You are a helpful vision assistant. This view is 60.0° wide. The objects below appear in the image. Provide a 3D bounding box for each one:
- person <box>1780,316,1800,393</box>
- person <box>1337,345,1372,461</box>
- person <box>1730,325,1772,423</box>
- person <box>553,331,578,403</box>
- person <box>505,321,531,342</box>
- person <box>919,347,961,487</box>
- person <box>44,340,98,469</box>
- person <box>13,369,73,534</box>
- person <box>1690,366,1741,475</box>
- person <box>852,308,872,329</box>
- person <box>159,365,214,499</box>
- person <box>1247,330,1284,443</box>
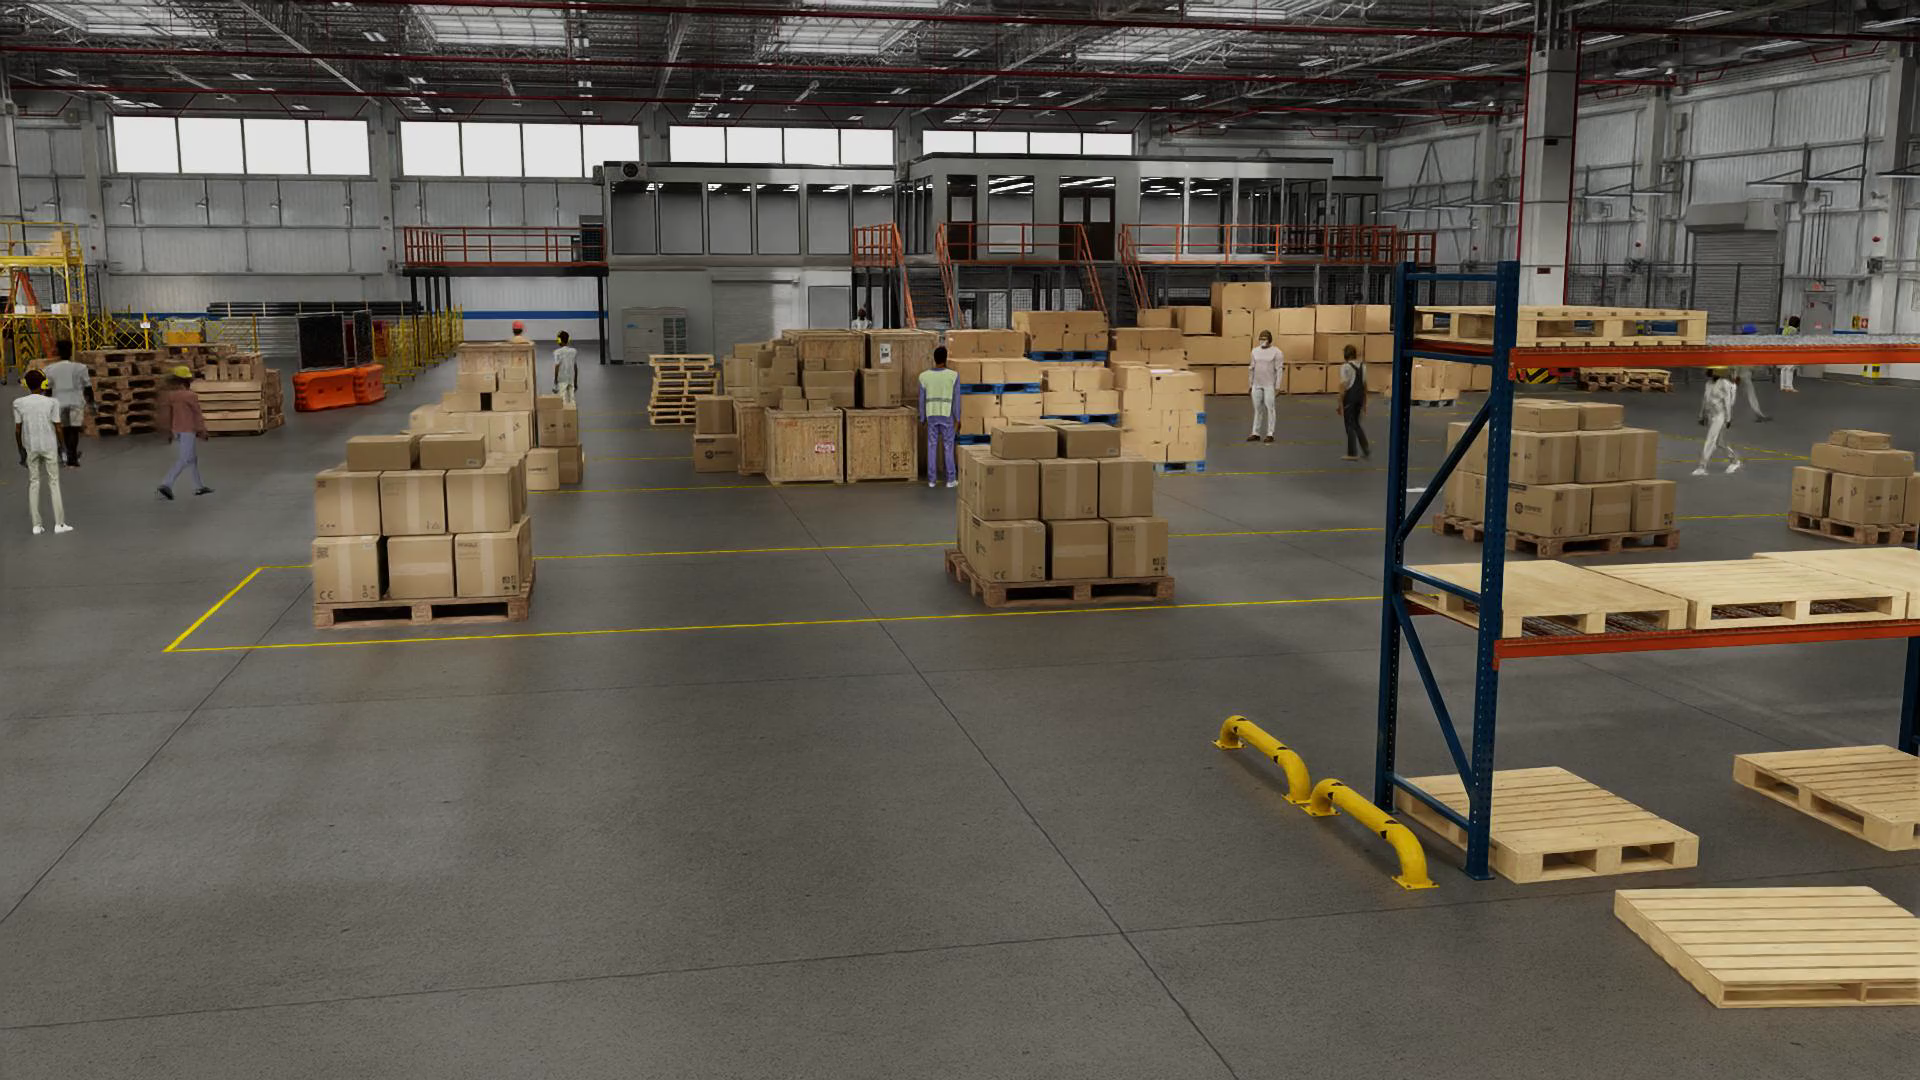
[{"bbox_3d":[19.938,-4.445,39.894,0.429,1.839,0.622,1,9,5],"label":"person"},{"bbox_3d":[6.124,-2.133,25.919,0.553,1.805,0.530,-5,11,-30],"label":"person"},{"bbox_3d":[15.269,-3.226,32.293,0.988,1.894,0.629,6,11,31],"label":"person"},{"bbox_3d":[-7.112,-2.834,29.968,0.328,1.874,0.512,8,12,41],"label":"person"},{"bbox_3d":[-9.095,-3.543,34.179,0.563,1.903,0.850,-5,11,-28],"label":"person"},{"bbox_3d":[-0.270,-1.676,22.762,0.587,1.920,0.392,2,10,13],"label":"person"},{"bbox_3d":[-13.356,-2.037,24.994,0.625,1.908,1.021,-1,9,-8],"label":"person"},{"bbox_3d":[-10.346,-0.992,18.746,0.514,1.872,0.328,-2,10,-11],"label":"person"},{"bbox_3d":[11.020,-1.789,24.112,0.860,1.709,0.493,-2,10,-12],"label":"person"},{"bbox_3d":[-2.714,-5.479,46.100,0.588,1.862,0.431,-2,9,-10],"label":"person"},{"bbox_3d":[-10.173,-1.412,21.723,0.518,1.733,0.864,5,11,27],"label":"person"},{"bbox_3d":[5.239,-2.642,28.603,0.627,1.937,0.372,7,12,38],"label":"person"}]
